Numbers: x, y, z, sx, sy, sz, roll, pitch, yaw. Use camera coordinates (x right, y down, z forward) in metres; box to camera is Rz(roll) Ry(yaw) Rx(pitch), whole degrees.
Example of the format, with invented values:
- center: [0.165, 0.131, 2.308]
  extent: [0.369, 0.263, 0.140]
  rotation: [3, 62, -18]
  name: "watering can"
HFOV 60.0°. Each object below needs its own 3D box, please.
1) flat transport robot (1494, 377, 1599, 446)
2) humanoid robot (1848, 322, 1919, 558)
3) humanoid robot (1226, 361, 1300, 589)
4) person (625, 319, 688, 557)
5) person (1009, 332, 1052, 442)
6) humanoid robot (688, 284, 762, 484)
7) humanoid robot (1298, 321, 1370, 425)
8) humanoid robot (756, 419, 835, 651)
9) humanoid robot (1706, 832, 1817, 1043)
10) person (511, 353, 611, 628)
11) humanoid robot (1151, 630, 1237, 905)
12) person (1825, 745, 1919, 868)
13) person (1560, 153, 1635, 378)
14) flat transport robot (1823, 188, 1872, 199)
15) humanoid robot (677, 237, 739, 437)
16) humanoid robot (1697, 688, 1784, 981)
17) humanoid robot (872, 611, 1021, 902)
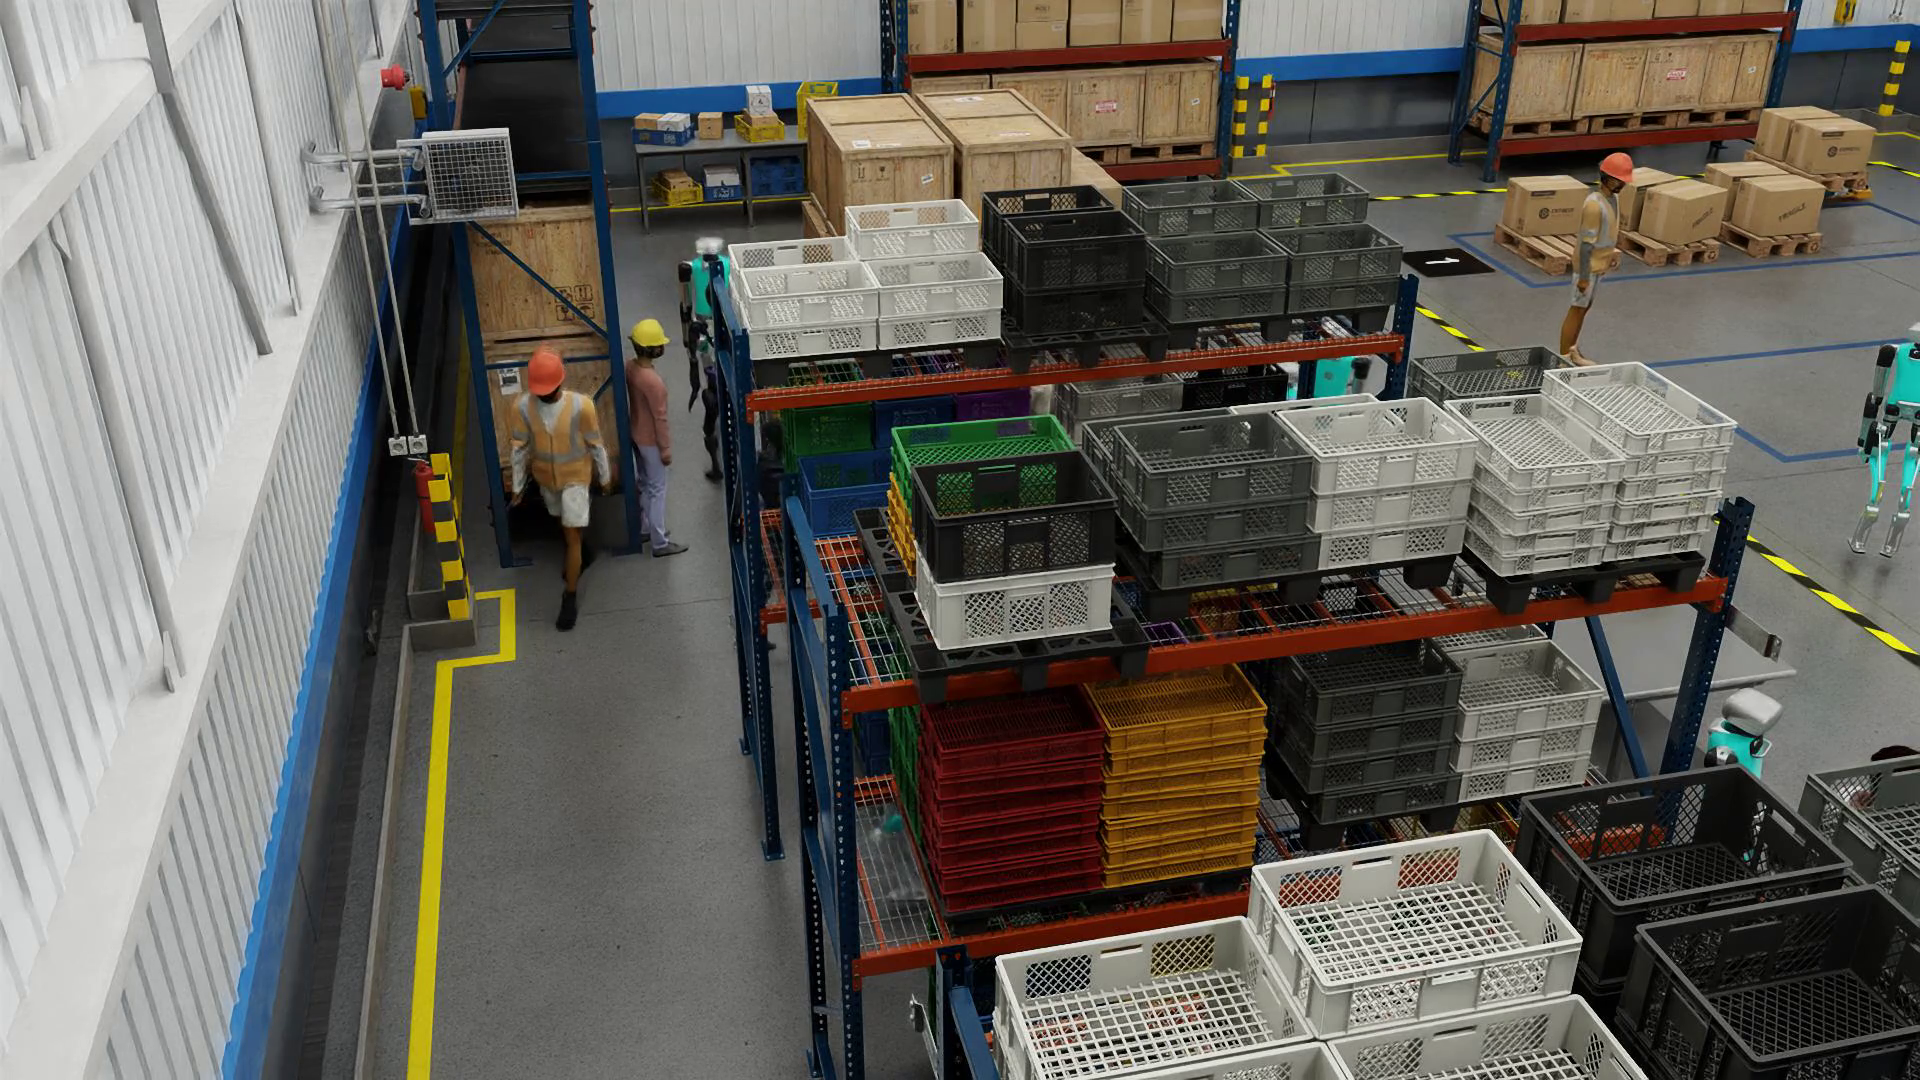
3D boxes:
- center: [4.780, -1.036, 14.013]
  extent: [0.659, 0.231, 1.431]
  rotation: [-6, 28, -12]
  name: "flat transport robot"
- center: [6.515, -0.636, 11.533]
  extent: [0.533, 1.677, 0.735]
  rotation: [13, 31, 24]
  name: "humanoid robot"
- center: [1.906, -0.341, 11.150]
  extent: [0.668, 1.825, 0.553]
  rotation: [-6, 28, -11]
  name: "humanoid robot"
- center: [-2.180, -0.732, 11.838]
  extent: [0.348, 1.758, 0.540]
  rotation: [-16, 32, -28]
  name: "person"
- center: [0.433, -0.633, 11.573]
  extent: [0.506, 1.836, 0.332]
  rotation: [23, 36, 37]
  name: "person"
- center: [-1.807, -1.206, 12.823]
  extent: [0.608, 1.649, 0.331]
  rotation: [-14, 31, -24]
  name: "humanoid robot"
- center: [2.659, -0.812, 12.021]
  extent: [0.551, 1.756, 0.876]
  rotation: [12, 30, 21]
  name: "humanoid robot"
- center: [-1.106, -0.022, 10.601]
  extent: [0.698, 1.636, 0.593]
  rotation: [-2, 28, -4]
  name: "humanoid robot"
- center: [3.315, 1.901, 6.918]
  extent: [0.342, 1.652, 0.586]
  rotation: [-9, 29, -17]
  name: "humanoid robot"
- center: [-2.683, -0.427, 11.146]
  extent: [0.602, 1.868, 1.033]
  rotation: [3, 28, 5]
  name: "person"
- center: [1.303, 1.176, 8.316]
  extent: [0.660, 1.636, 0.600]
  rotation: [-4, 28, -8]
  name: "humanoid robot"
- center: [3.733, 1.686, 7.093]
  extent: [0.401, 1.915, 0.590]
  rotation: [6, 28, 12]
  name: "person"
- center: [5.645, -2.435, 14.778]
  extent: [0.400, 2.033, 0.607]
  rotation: [18, 33, 31]
  name: "person"
- center: [10.227, -4.291, 20.158]
  extent: [1.431, 0.197, 0.652]
  rotation: [-6, 28, -12]
  name: "flat transport robot"
- center: [-2.026, -1.720, 13.748]
  extent: [0.536, 1.737, 1.008]
  rotation: [-4, 28, -7]
  name: "humanoid robot"
- center: [3.631, 1.491, 7.499]
  extent: [0.735, 1.677, 0.533]
  rotation: [21, 34, 34]
  name: "humanoid robot"
- center: [-0.097, 1.146, 8.291]
  extent: [1.019, 1.724, 0.539]
  rotation: [-5, 28, -10]
  name: "humanoid robot"
